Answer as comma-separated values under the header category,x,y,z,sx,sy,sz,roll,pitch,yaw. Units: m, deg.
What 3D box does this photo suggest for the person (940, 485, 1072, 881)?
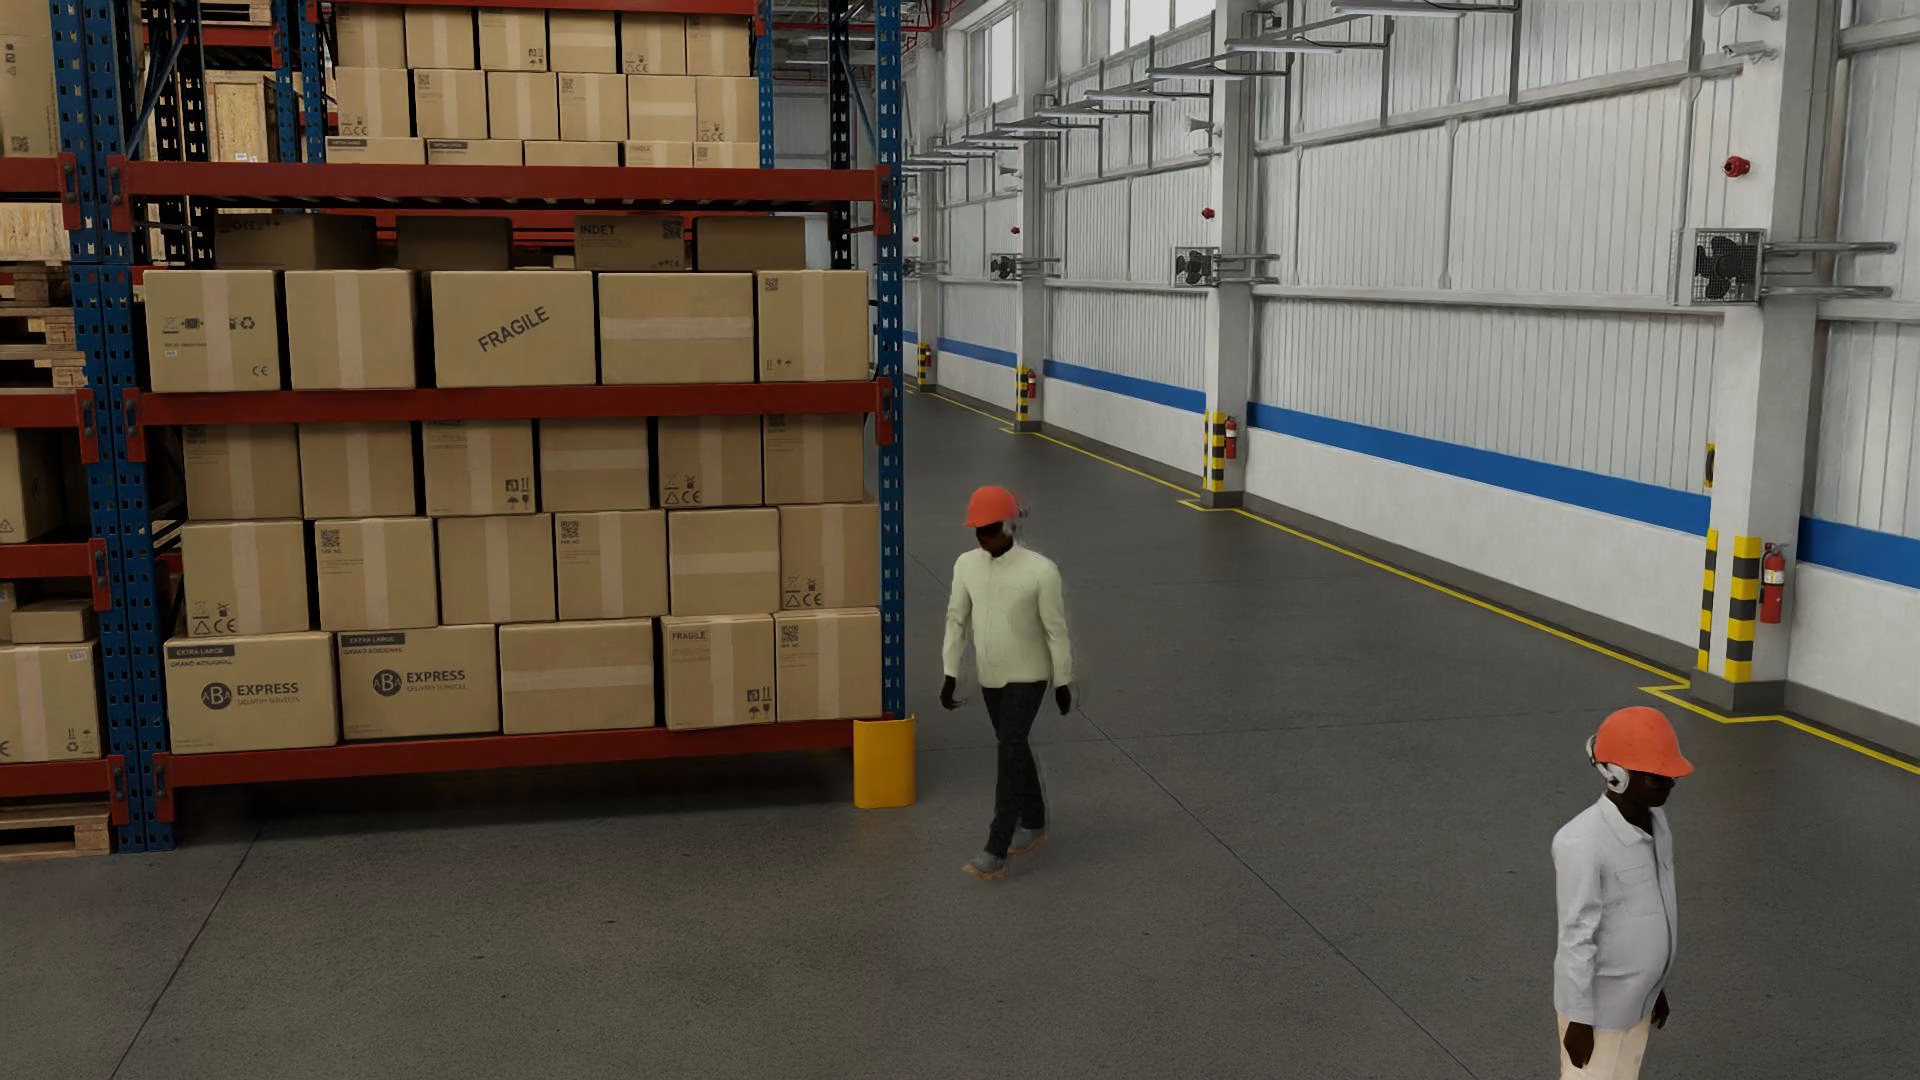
category,x,y,z,sx,sy,sz,roll,pitch,yaw
person,0.182,0.702,8.339,0.610,1.942,0.977,7,12,38

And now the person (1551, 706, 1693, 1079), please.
category,x,y,z,sx,sy,sz,roll,pitch,yaw
person,1.976,1.351,4.988,0.560,1.753,0.327,-9,13,-43
